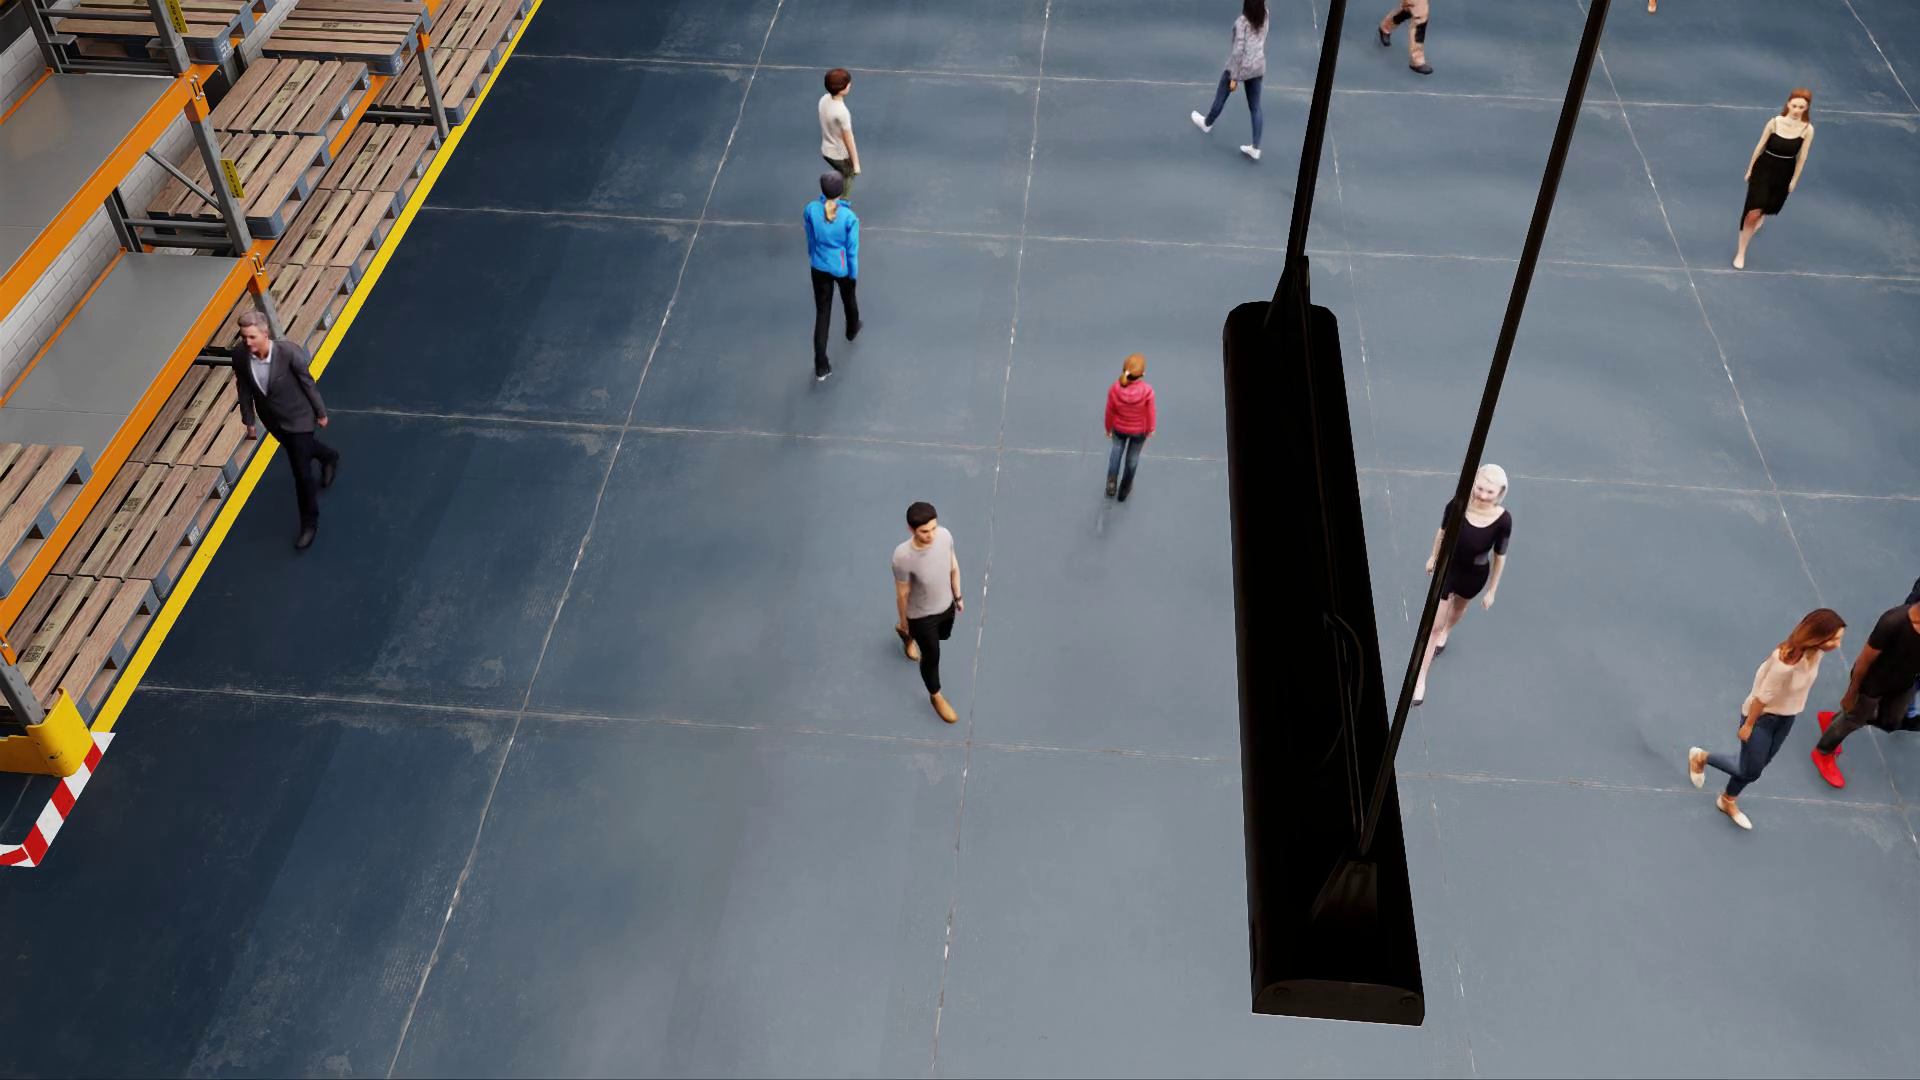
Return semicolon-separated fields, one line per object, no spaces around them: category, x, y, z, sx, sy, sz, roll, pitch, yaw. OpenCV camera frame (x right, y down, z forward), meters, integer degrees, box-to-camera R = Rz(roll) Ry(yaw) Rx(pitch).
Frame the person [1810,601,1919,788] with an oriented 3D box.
person;5.615;0.781;10.221;0.816;1.788;0.840;-7;44;-8

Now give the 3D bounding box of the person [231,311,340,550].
person;-4.832;-0.927;12.009;0.759;1.795;1.204;5;44;5

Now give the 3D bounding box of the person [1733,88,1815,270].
person;7.125;-3.223;14.563;0.770;1.597;1.080;16;46;16

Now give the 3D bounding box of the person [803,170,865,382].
person;-1.051;-2.080;13.250;0.781;1.752;1.211;11;45;11

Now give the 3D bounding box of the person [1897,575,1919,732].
person;6.136;0.551;10.407;0.850;1.866;0.927;-8;44;-8

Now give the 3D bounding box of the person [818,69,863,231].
person;-1.141;-3.374;14.689;0.793;1.643;0.729;-23;48;-23

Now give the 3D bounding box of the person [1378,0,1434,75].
person;4.679;-5.792;17.127;1.113;1.781;1.306;-18;46;-18

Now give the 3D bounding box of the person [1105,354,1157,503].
person;1.229;-0.783;12.211;0.579;1.309;0.619;14;45;14

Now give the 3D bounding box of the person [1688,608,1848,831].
person;4.793;1.004;9.994;0.819;1.780;0.906;-20;47;-20

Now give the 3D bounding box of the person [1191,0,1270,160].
person;2.763;-4.409;15.741;1.082;1.690;1.201;-25;49;-24

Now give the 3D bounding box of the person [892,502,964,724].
person;-0.232;0.365;10.722;1.019;1.701;1.073;-30;51;-27

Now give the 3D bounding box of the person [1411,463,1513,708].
person;3.297;0.169;10.862;0.838;1.791;1.192;16;46;16
